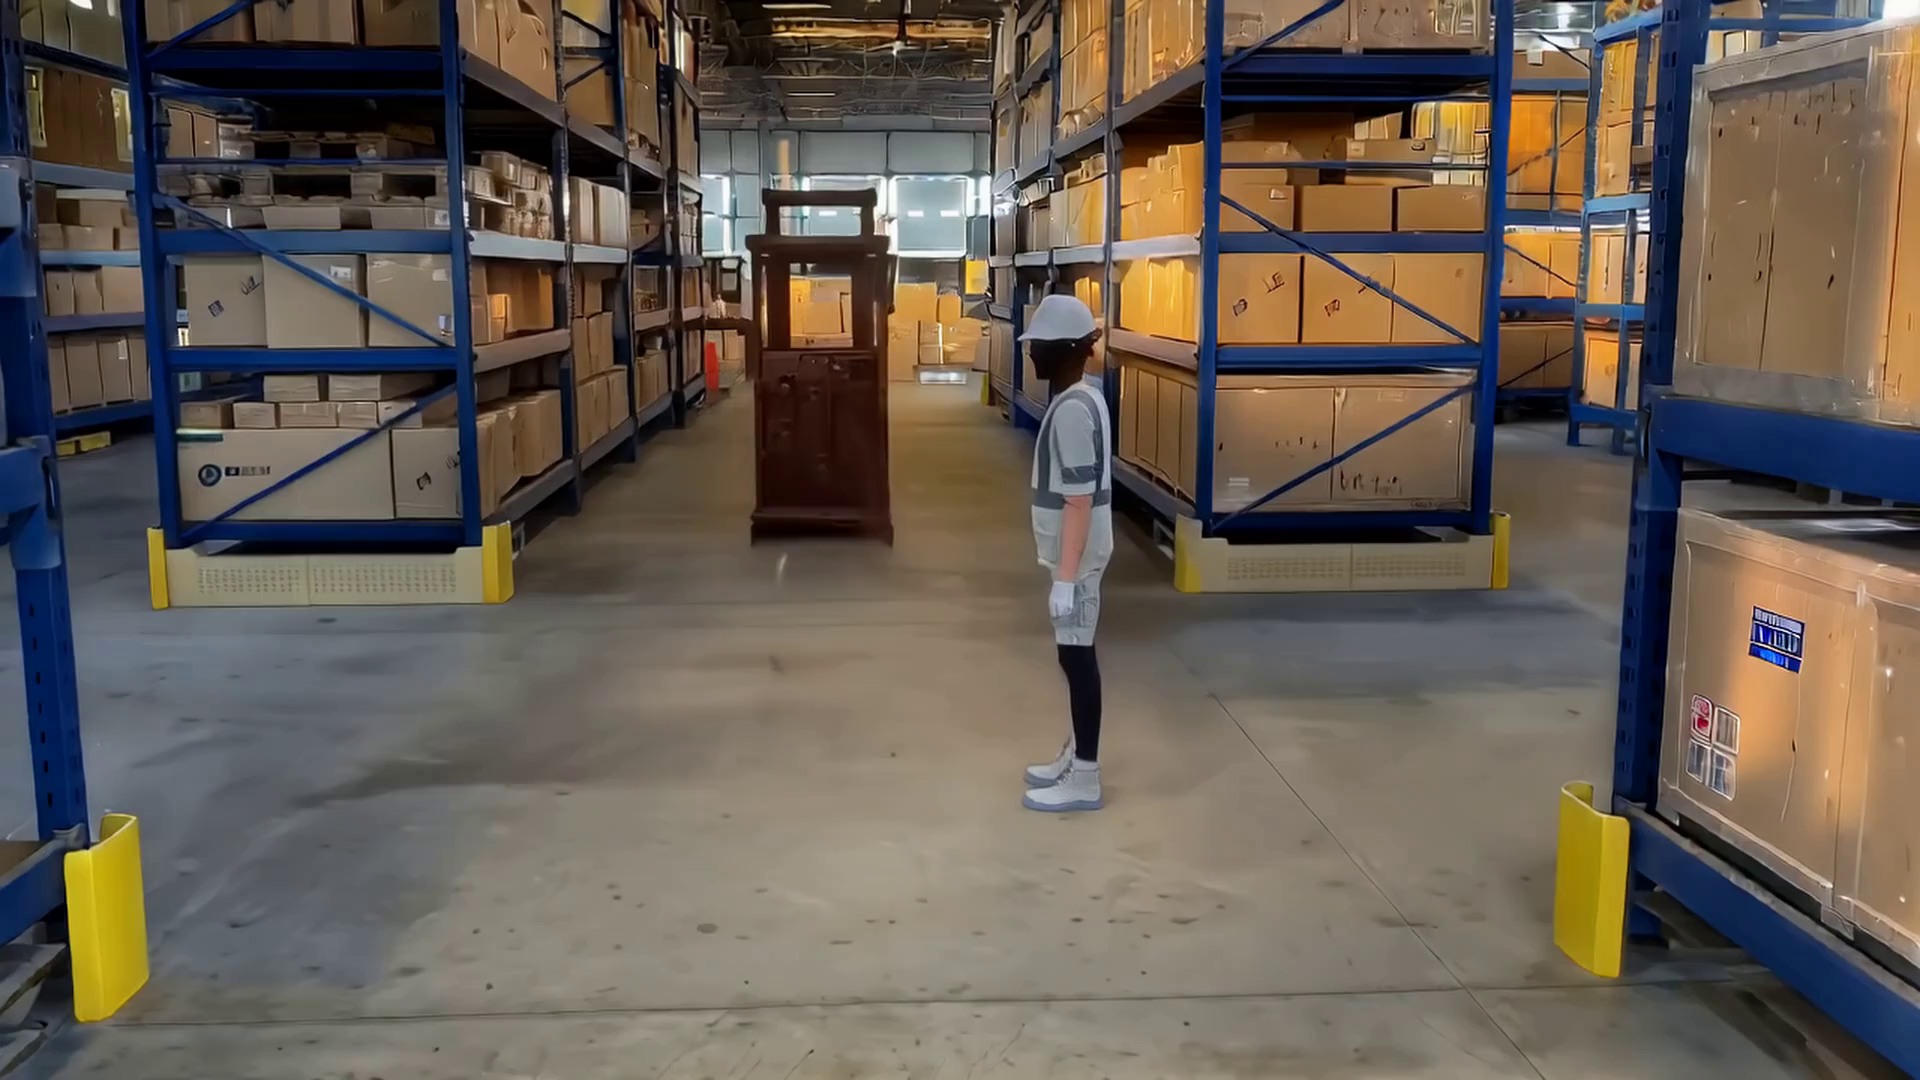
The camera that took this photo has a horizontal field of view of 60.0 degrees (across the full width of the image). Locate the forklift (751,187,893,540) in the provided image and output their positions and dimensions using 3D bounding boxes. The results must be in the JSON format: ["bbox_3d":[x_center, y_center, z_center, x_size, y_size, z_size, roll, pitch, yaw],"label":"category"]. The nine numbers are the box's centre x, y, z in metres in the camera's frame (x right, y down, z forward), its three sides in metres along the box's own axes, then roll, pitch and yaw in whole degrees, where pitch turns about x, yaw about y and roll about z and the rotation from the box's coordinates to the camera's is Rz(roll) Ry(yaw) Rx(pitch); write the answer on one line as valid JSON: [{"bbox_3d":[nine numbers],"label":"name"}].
[{"bbox_3d":[-1.151,-1.510,13.813,1.129,2.768,1.873,-1,9,-4],"label":"forklift"}]

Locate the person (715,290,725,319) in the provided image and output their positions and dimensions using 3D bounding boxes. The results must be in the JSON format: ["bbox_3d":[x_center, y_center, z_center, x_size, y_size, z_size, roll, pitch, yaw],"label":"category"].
[{"bbox_3d":[-8.150,-7.566,55.800,0.773,1.607,0.539,-3,10,-19],"label":"person"}]

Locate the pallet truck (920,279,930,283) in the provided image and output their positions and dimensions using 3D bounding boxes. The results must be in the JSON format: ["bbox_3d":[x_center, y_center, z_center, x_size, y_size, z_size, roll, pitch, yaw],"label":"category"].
[{"bbox_3d":[-0.932,-8.922,63.114,1.885,1.965,0.823,2,9,13],"label":"pallet truck"}]

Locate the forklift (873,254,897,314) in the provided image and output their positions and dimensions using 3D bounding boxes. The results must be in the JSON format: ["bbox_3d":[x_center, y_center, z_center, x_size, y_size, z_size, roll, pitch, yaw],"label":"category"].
[{"bbox_3d":[-2.577,-8.193,55.775,1.129,2.768,1.873,-7,11,-38],"label":"forklift"}]

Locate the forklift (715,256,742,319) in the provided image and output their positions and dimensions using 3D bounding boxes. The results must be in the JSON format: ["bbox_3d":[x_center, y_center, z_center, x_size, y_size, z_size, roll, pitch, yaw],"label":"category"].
[{"bbox_3d":[-8.574,-9.187,62.019,1.129,2.768,1.873,-1,9,-4],"label":"forklift"}]

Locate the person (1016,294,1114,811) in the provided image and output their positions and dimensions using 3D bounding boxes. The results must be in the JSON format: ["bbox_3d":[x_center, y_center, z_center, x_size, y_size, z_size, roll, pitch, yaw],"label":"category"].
[{"bbox_3d":[0.414,0.055,6.606,0.391,2.045,0.608,1,9,8],"label":"person"}]
